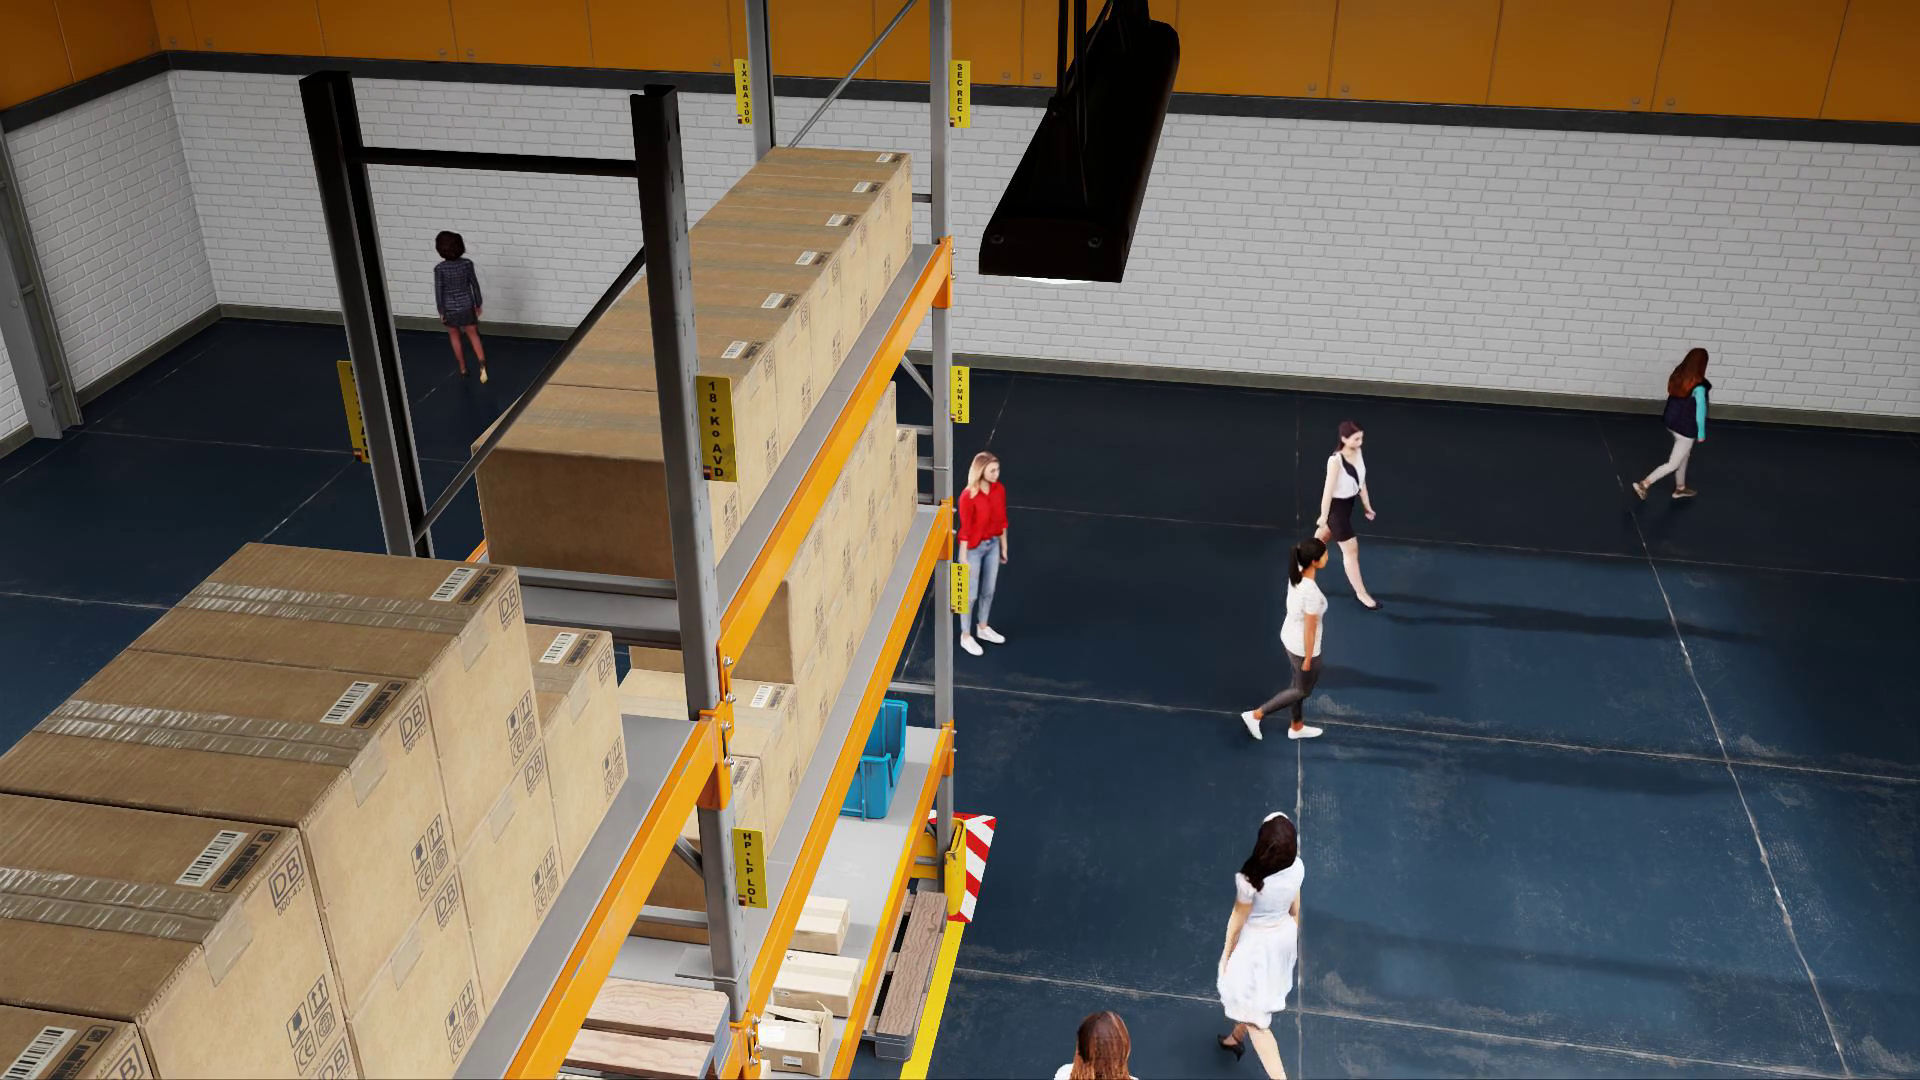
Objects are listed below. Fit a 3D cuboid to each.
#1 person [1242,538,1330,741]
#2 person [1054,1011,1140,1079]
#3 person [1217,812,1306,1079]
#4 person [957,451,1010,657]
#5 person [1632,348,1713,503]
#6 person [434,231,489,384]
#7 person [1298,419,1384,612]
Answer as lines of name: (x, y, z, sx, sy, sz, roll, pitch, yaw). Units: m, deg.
person: (2.309, 0.735, 11.622, 0.792, 1.632, 0.866, -4, 29, -7)
person: (0.616, 2.910, 7.529, 0.706, 1.732, 1.143, 9, 30, 17)
person: (1.619, 2.239, 8.695, 1.026, 1.794, 1.205, -11, 31, -20)
person: (0.157, 0.078, 12.753, 0.673, 1.701, 0.748, -21, 35, -34)
person: (6.462, -1.009, 14.972, 0.773, 1.485, 0.918, -3, 29, -5)
person: (-5.162, -2.356, 17.236, 0.947, 1.682, 1.016, -18, 33, -30)
person: (2.985, -0.234, 13.431, 0.930, 1.599, 1.072, 19, 34, 31)
